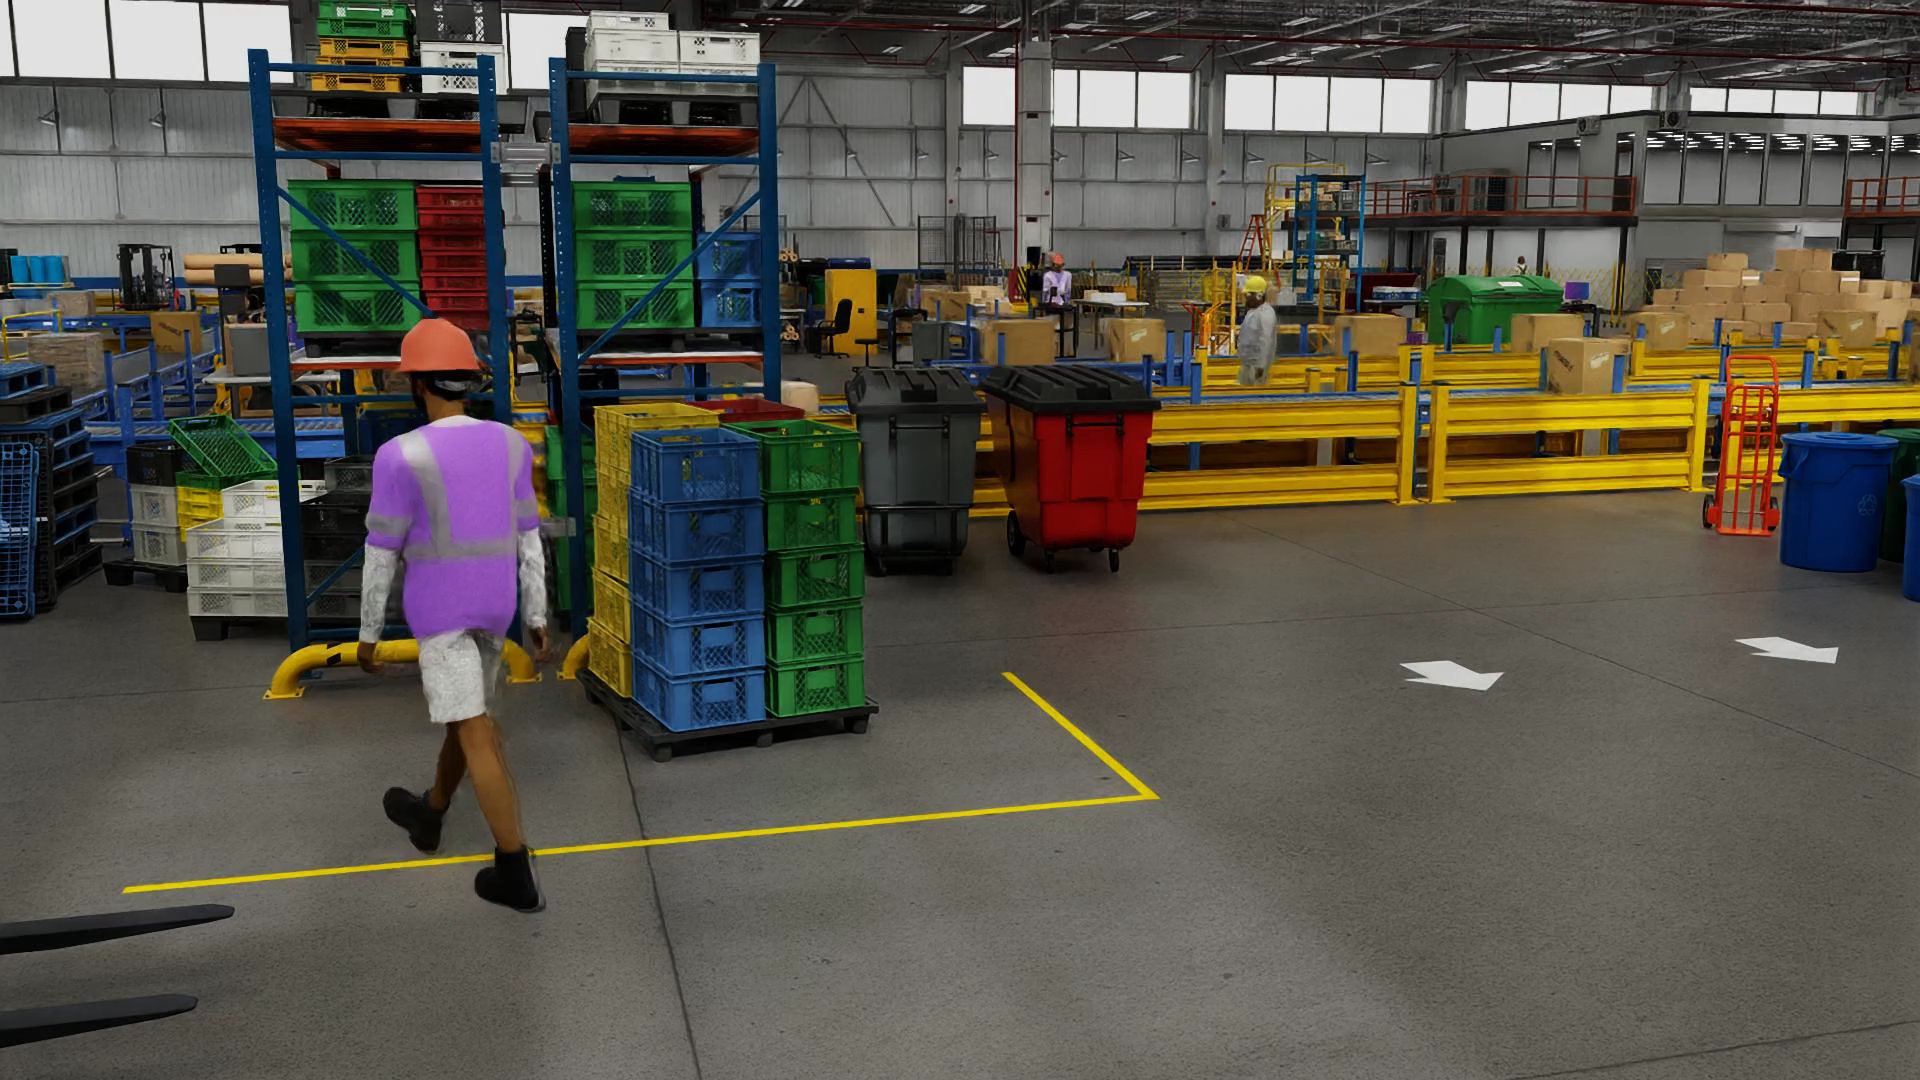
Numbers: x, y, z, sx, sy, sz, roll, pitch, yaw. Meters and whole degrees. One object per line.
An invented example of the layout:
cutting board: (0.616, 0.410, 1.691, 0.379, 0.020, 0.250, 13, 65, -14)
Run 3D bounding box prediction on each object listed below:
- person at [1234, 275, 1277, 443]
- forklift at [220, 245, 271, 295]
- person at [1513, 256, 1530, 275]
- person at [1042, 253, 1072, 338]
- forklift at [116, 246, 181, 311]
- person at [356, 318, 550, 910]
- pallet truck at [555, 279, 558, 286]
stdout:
person: (3.168, -1.921, 17.848, 0.423, 1.819, 0.598, -2, 10, -11)
forklift: (-17.749, -6.334, 41.440, 1.157, 1.987, 2.680, -3, 10, -17)
person: (16.700, -7.534, 49.569, 0.506, 1.838, 0.351, -1, 10, -3)
person: (1.953, -4.820, 33.788, 0.616, 1.999, 1.038, -1, 10, -7)
forklift: (-19.966, -6.232, 40.894, 1.157, 1.987, 2.680, -3, 10, -15)
person: (-1.713, 0.224, 5.486, 0.972, 1.884, 0.572, 8, 13, 38)
pallet truck: (-10.604, -6.375, 44.520, 0.653, 1.274, 1.630, -3, 10, -15)
